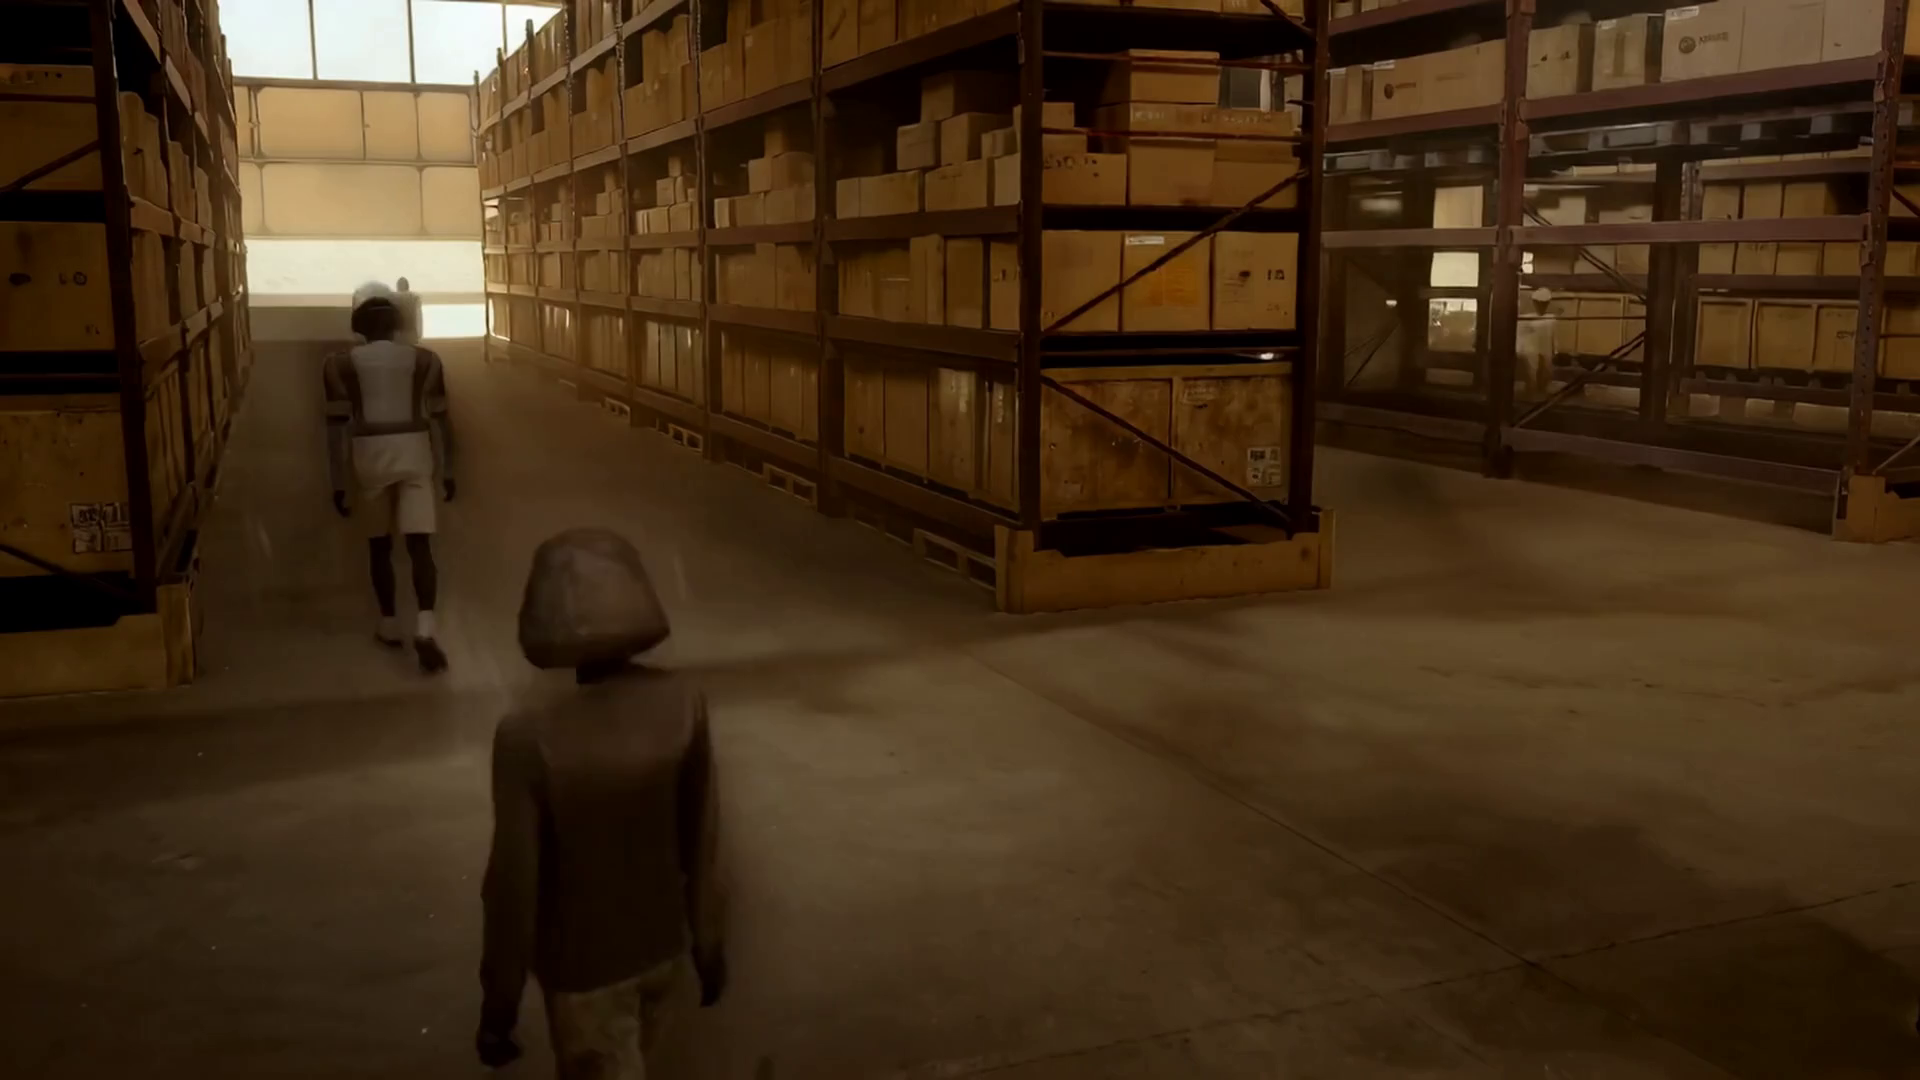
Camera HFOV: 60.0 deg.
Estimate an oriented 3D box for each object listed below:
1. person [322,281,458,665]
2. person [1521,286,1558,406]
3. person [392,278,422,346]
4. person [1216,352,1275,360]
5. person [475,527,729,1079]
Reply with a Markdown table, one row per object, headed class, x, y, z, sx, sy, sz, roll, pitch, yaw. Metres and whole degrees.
| class | x | y | z | sx | sy | sz | roll | pitch | yaw |
| --- | --- | --- | --- | --- | --- | --- | --- | --- | --- |
| person | -2.937 | -0.348 | 8.661 | 0.645 | 1.988 | 1.047 | -5 | 11 | -25 |
| person | 7.674 | -2.471 | 22.030 | 0.542 | 1.755 | 0.376 | -1 | 10 | -7 |
| person | -9.840 | -3.722 | 29.421 | 0.639 | 1.797 | 0.945 | -2 | 10 | -13 |
| person | 2.390 | -1.256 | 14.312 | 0.637 | 1.904 | 0.403 | -3 | 10 | -16 |
| person | -0.588 | 0.777 | 3.022 | 0.782 | 1.605 | 0.502 | 6 | 11 | 30 |
